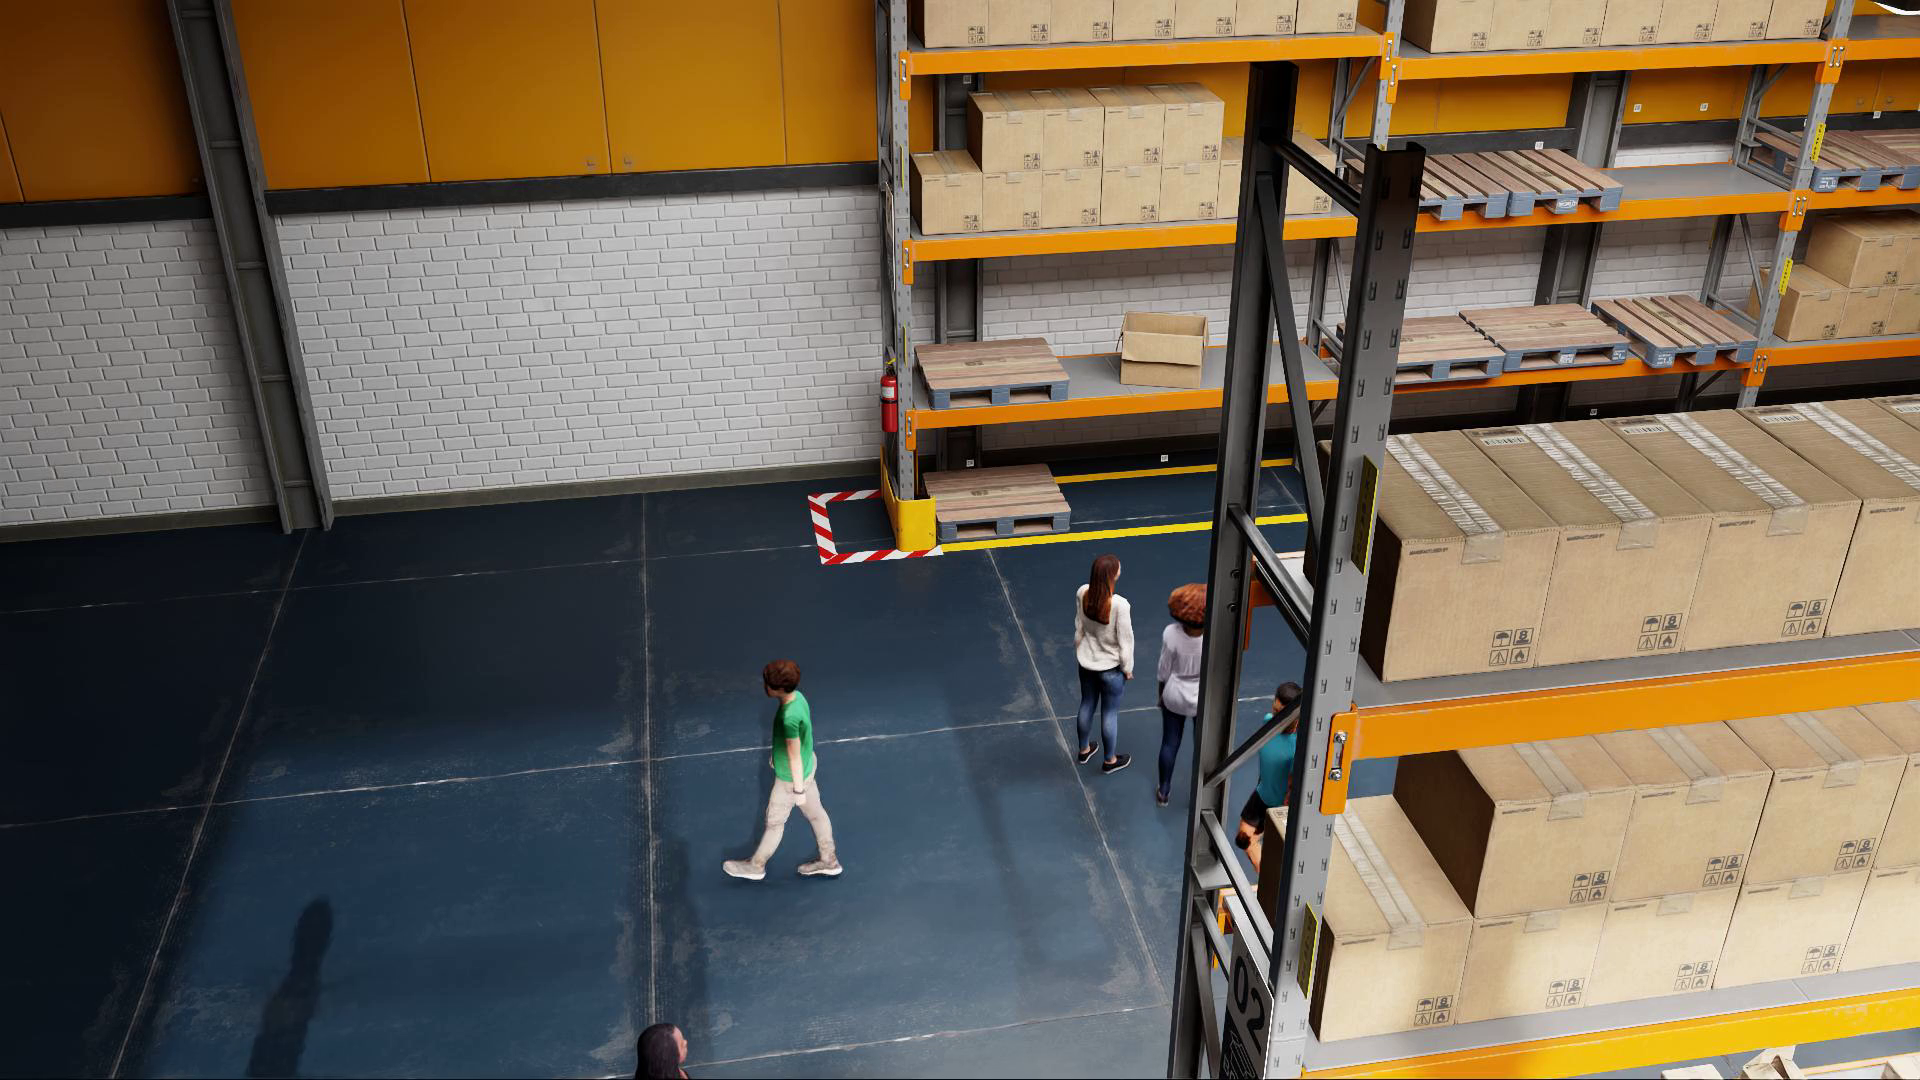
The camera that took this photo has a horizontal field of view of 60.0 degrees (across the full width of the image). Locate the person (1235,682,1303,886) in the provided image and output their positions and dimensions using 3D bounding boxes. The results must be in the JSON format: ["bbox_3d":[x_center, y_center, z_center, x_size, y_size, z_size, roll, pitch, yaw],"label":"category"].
[{"bbox_3d":[2.029,1.580,10.136,0.733,1.755,0.731,-13,31,-23],"label":"person"}]

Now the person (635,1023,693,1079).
[{"bbox_3d":[-1.314,2.905,7.744,0.681,1.720,0.679,-24,37,-36],"label":"person"}]

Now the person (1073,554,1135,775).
[{"bbox_3d":[0.991,0.851,11.540,0.705,1.691,0.745,23,36,35],"label":"person"}]

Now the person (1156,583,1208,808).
[{"bbox_3d":[1.541,1.049,11.156,0.697,1.711,0.804,9,30,16],"label":"person"}]

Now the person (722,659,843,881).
[{"bbox_3d":[-0.949,1.470,10.475,1.037,1.623,0.727,0,29,0],"label":"person"}]
